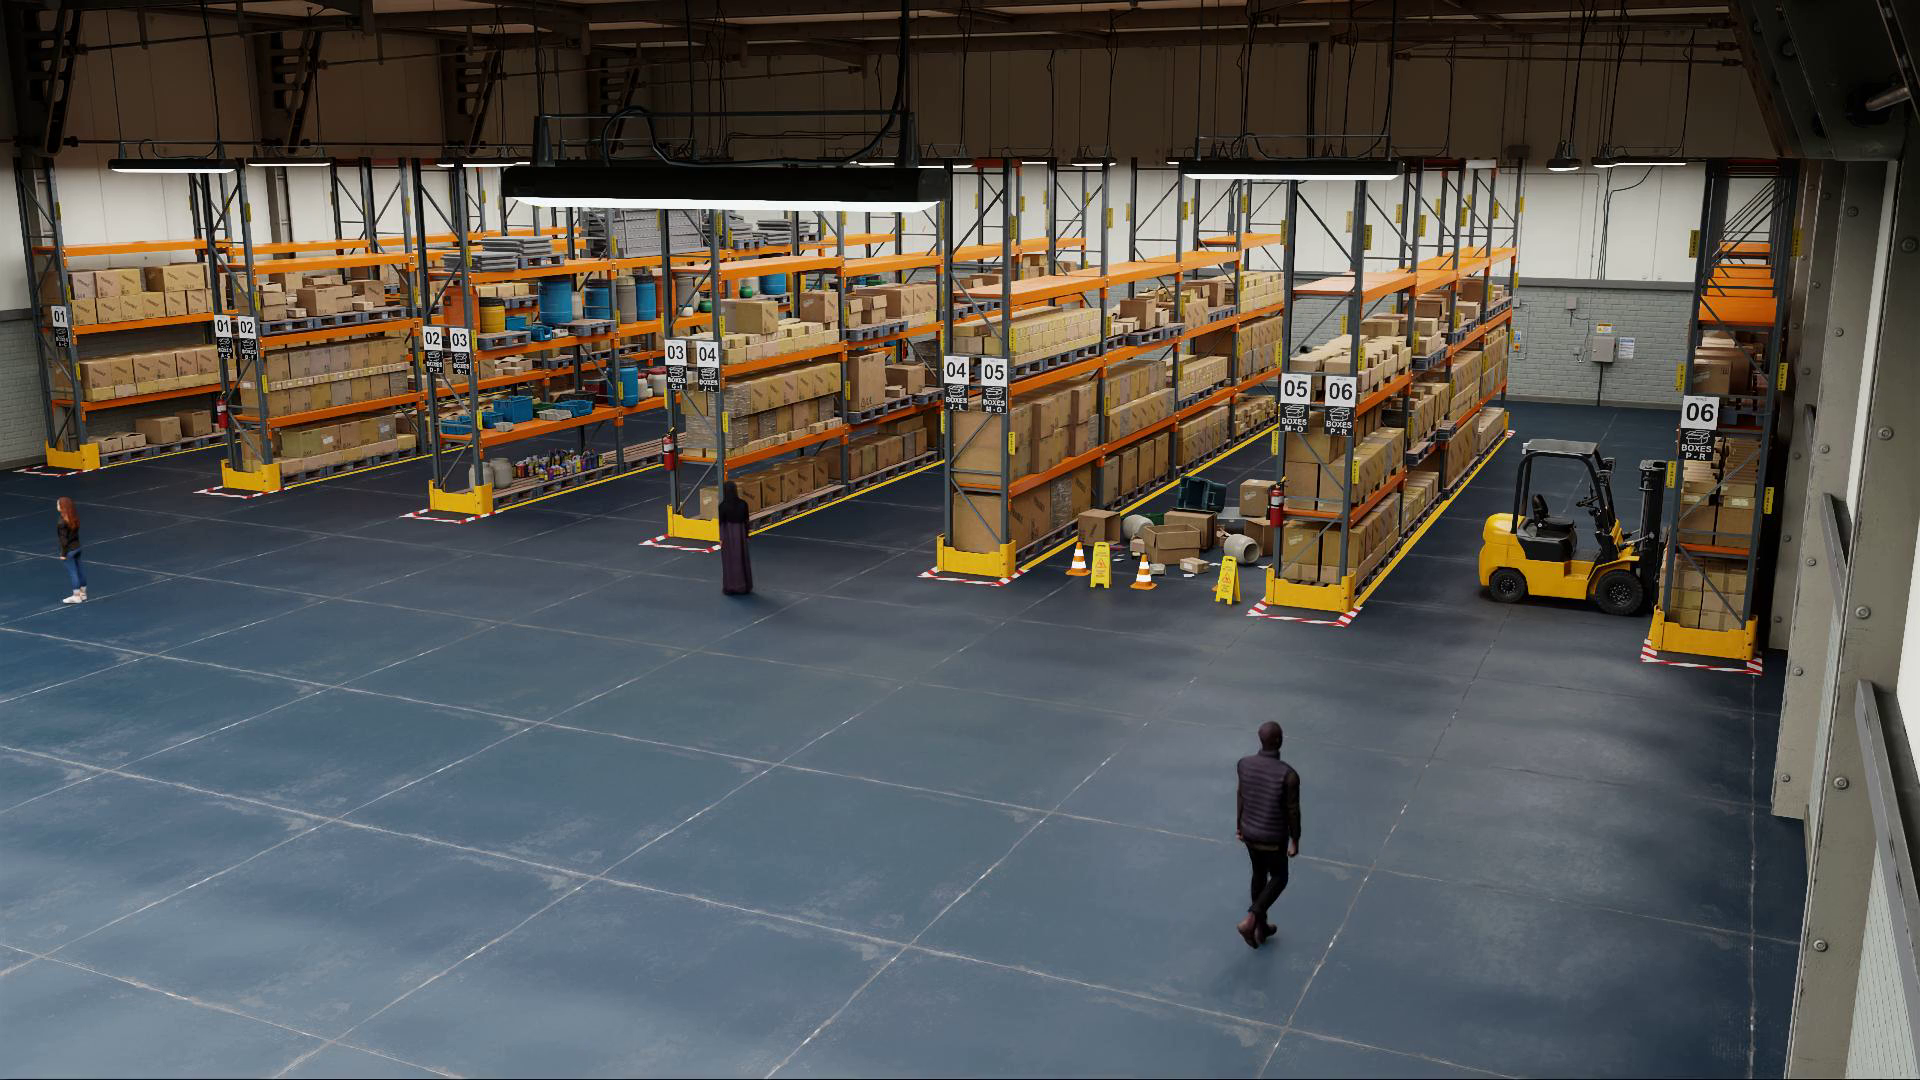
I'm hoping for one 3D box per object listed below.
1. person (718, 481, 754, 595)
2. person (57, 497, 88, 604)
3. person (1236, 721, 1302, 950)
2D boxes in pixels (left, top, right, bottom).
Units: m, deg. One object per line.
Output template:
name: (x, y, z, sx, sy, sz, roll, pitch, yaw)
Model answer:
person: (-3.176, -0.044, 23.374, 0.719, 1.615, 0.774, -4, 14, -17)
person: (-12.252, 0.126, 22.936, 0.692, 1.483, 0.565, 1, 13, 2)
person: (2.303, 2.300, 12.801, 0.858, 1.818, 1.023, 11, 17, 40)
